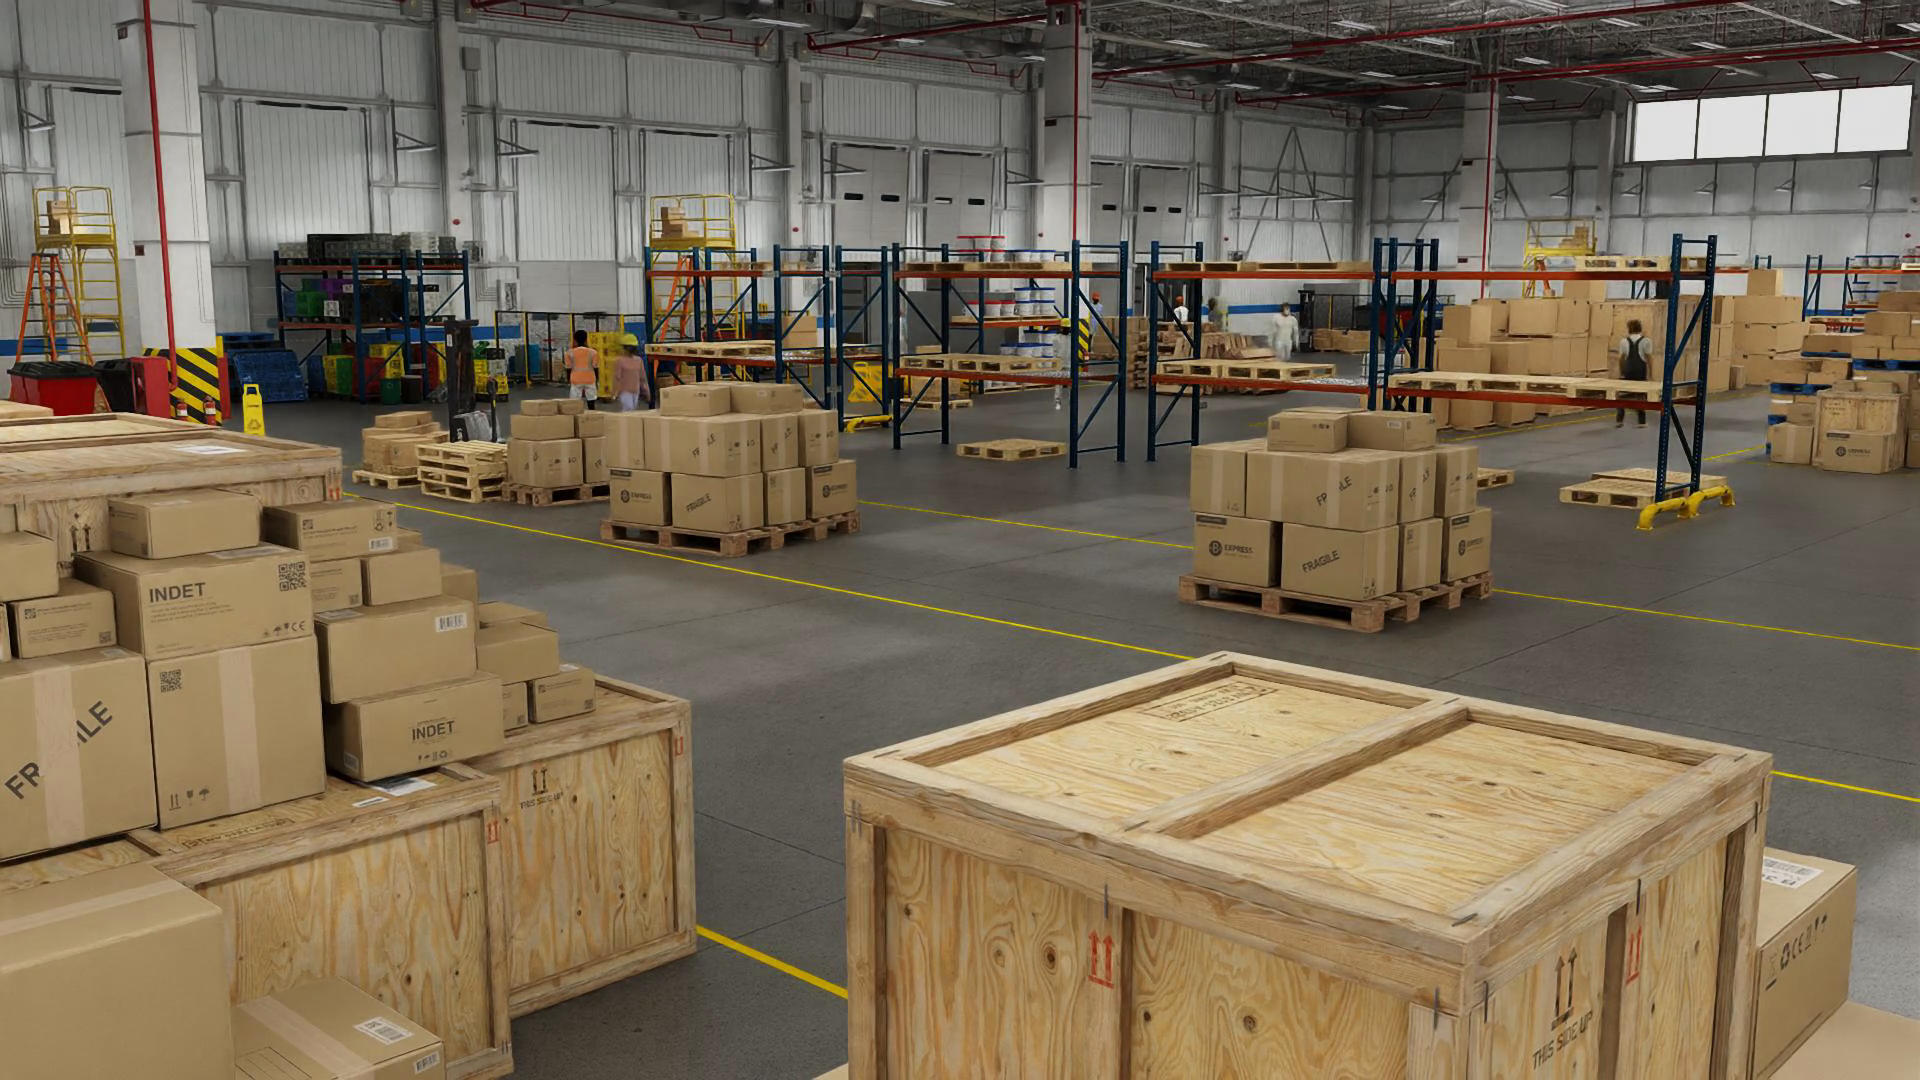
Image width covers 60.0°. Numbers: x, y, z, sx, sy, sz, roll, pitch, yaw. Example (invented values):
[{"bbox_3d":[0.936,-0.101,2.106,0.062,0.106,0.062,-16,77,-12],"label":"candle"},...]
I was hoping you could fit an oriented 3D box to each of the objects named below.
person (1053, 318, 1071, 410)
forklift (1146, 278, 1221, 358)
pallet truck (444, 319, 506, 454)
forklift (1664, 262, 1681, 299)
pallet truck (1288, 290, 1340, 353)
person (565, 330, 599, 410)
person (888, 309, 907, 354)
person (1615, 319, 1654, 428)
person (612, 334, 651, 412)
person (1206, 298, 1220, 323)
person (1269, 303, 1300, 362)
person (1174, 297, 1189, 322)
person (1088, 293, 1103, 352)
[{"bbox_3d":[1.989,-3.318,31.392,0.485,1.737,0.321,0,9,1],"label":"person"},{"bbox_3d":[6.369,-6.425,46.935,1.873,2.768,1.129,9,13,43],"label":"forklift"},{"bbox_3d":[-6.981,-1.942,22.150,1.885,1.965,0.823,1,9,9],"label":"pallet truck"},{"bbox_3d":[19.278,-6.118,45.054,1.873,2.768,1.129,3,10,17],"label":"forklift"},{"bbox_3d":[11.297,-6.951,52.861,1.885,1.965,0.823,-5,11,-29],"label":"pallet truck"},{"bbox_3d":[-5.997,-2.494,26.454,0.534,1.698,0.318,-2,9,-11],"label":"person"},{"bbox_3d":[-1.635,-5.219,43.386,0.563,1.623,0.355,3,10,19],"label":"person"},{"bbox_3d":[11.259,-2.749,27.714,0.588,1.818,0.483,6,11,32],"label":"person"},{"bbox_3d":[-4.792,-2.127,24.134,0.913,1.719,0.555,7,11,35],"label":"person"},{"bbox_3d":[6.497,-5.321,43.192,1.013,1.883,0.651,1,9,6],"label":"person"},{"bbox_3d":[7.275,-4.334,37.108,0.657,1.890,0.995,-2,10,-14],"label":"person"},{"bbox_3d":[6.157,-5.866,46.563,0.355,1.883,0.573,8,12,42],"label":"person"},{"bbox_3d":[4.175,-6.650,51.245,0.544,1.928,0.393,-4,10,-21],"label":"person"}]
